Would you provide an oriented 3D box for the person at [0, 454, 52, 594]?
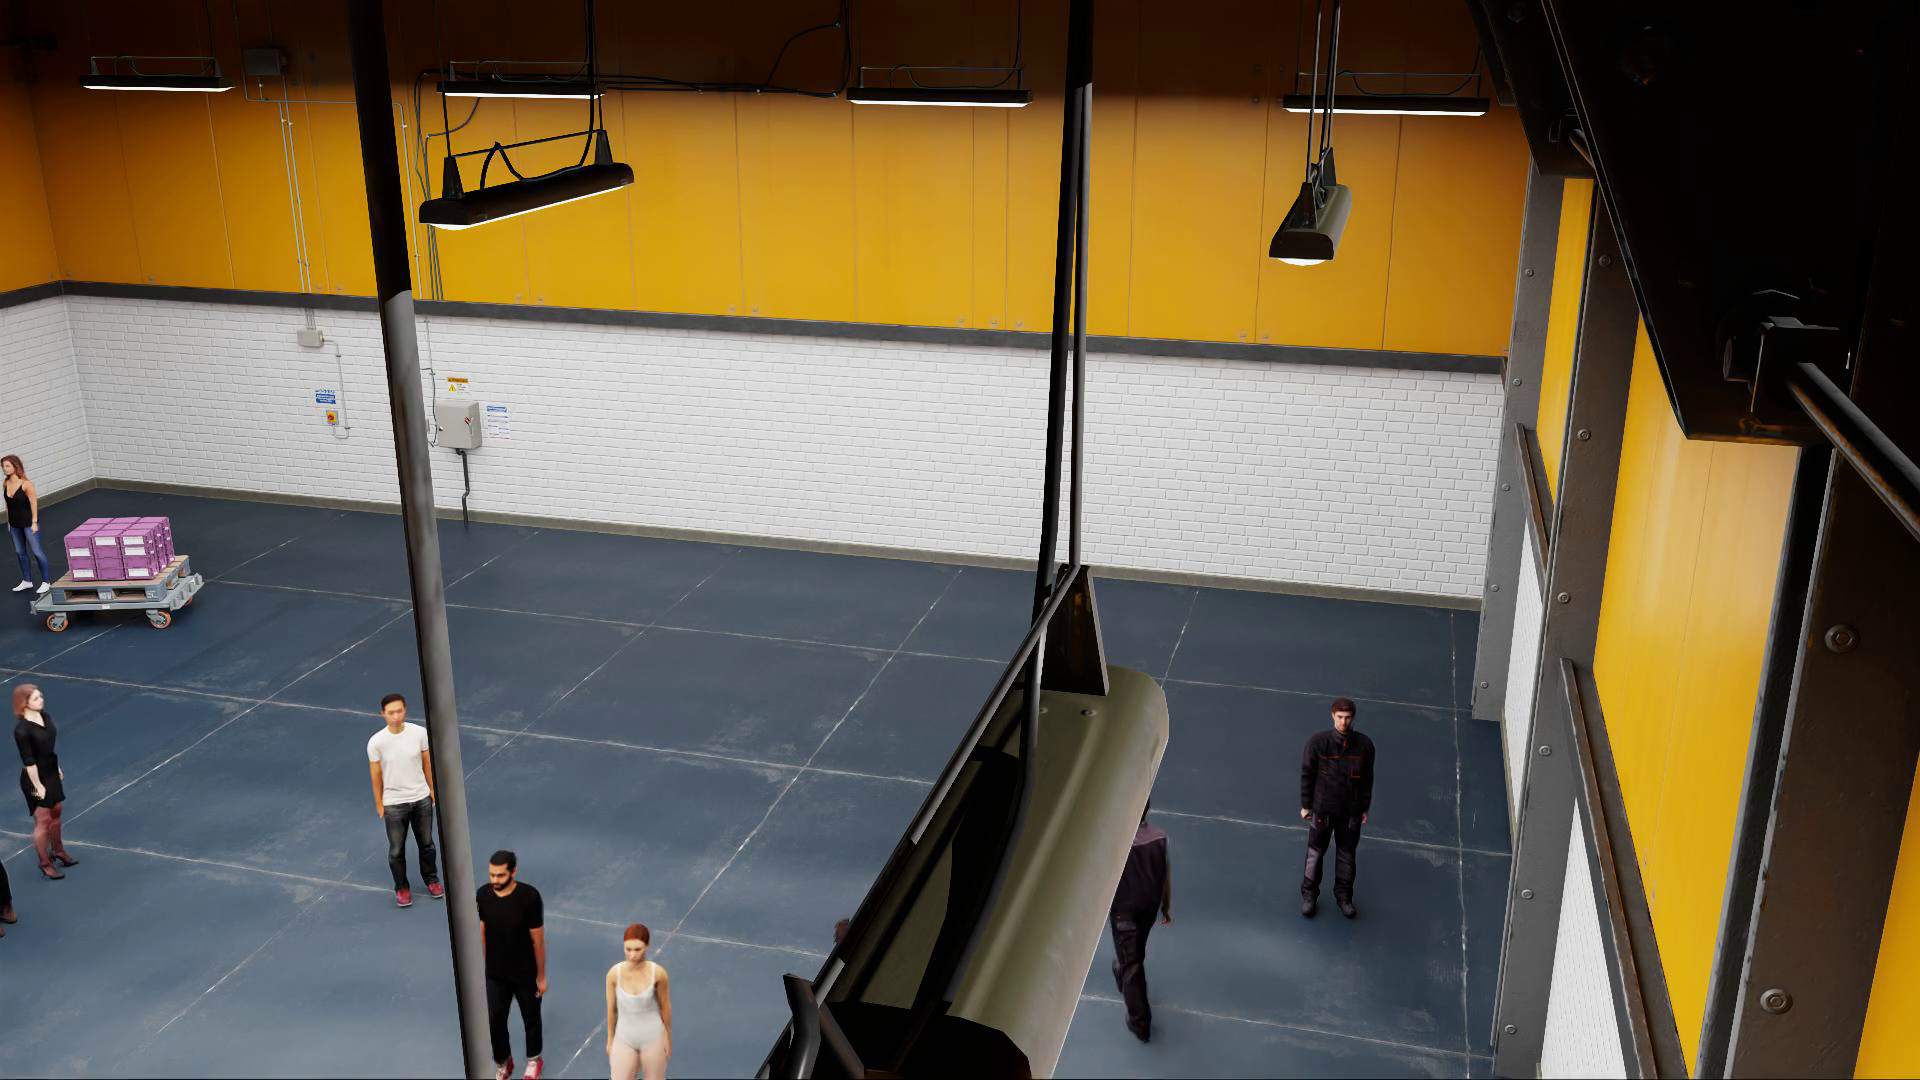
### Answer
[{"bbox_3d":[-11.338,-0.206,20.142,0.591,1.722,0.524,4,19,12],"label":"person"}]

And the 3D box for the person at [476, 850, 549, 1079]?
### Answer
[{"bbox_3d":[-2.948,2.820,11.121,0.699,1.745,0.723,0,19,1],"label":"person"}]

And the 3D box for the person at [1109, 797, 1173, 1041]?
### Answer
[{"bbox_3d":[1.257,2.620,11.593,1.024,1.822,1.186,-6,19,-16],"label":"person"}]

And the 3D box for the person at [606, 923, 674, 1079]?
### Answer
[{"bbox_3d":[-1.995,3.104,10.454,0.657,1.633,0.674,-1,19,-3],"label":"person"}]

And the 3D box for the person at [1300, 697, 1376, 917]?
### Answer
[{"bbox_3d":[2.970,2.097,13.122,0.772,1.839,0.657,1,19,2],"label":"person"}]

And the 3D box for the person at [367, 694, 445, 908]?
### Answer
[{"bbox_3d":[-4.435,2.051,13.315,0.692,1.802,0.760,-11,22,-30],"label":"person"}]

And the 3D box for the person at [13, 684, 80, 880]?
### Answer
[{"bbox_3d":[-7.580,1.974,13.698,0.697,1.704,0.526,-1,19,-3],"label":"person"}]
